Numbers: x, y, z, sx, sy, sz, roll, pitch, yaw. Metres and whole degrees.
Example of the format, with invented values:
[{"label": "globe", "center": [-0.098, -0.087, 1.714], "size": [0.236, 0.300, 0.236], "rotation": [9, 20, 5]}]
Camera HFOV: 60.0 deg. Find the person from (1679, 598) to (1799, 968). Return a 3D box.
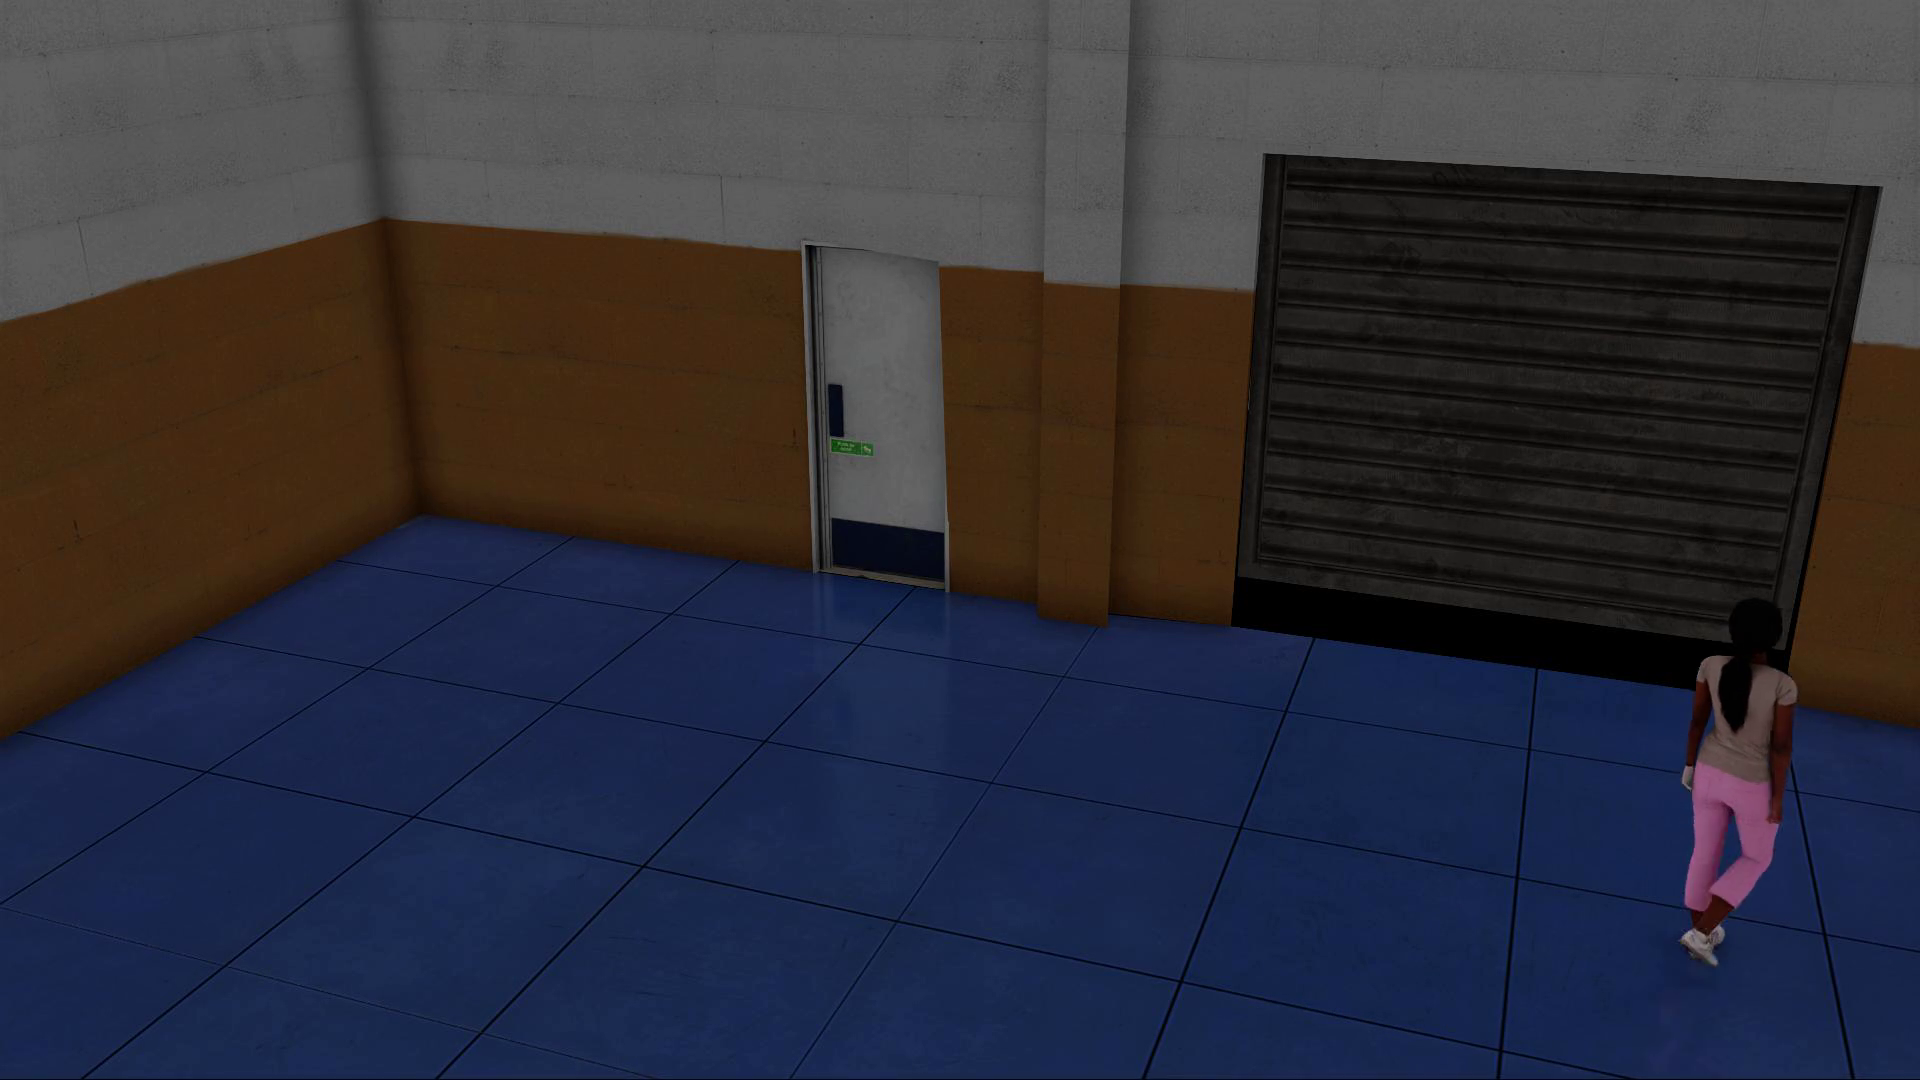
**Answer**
[{"label": "person", "center": [3.228, 1.072, 7.027], "size": [0.841, 1.735, 0.812], "rotation": [-18, 28, -37]}]
